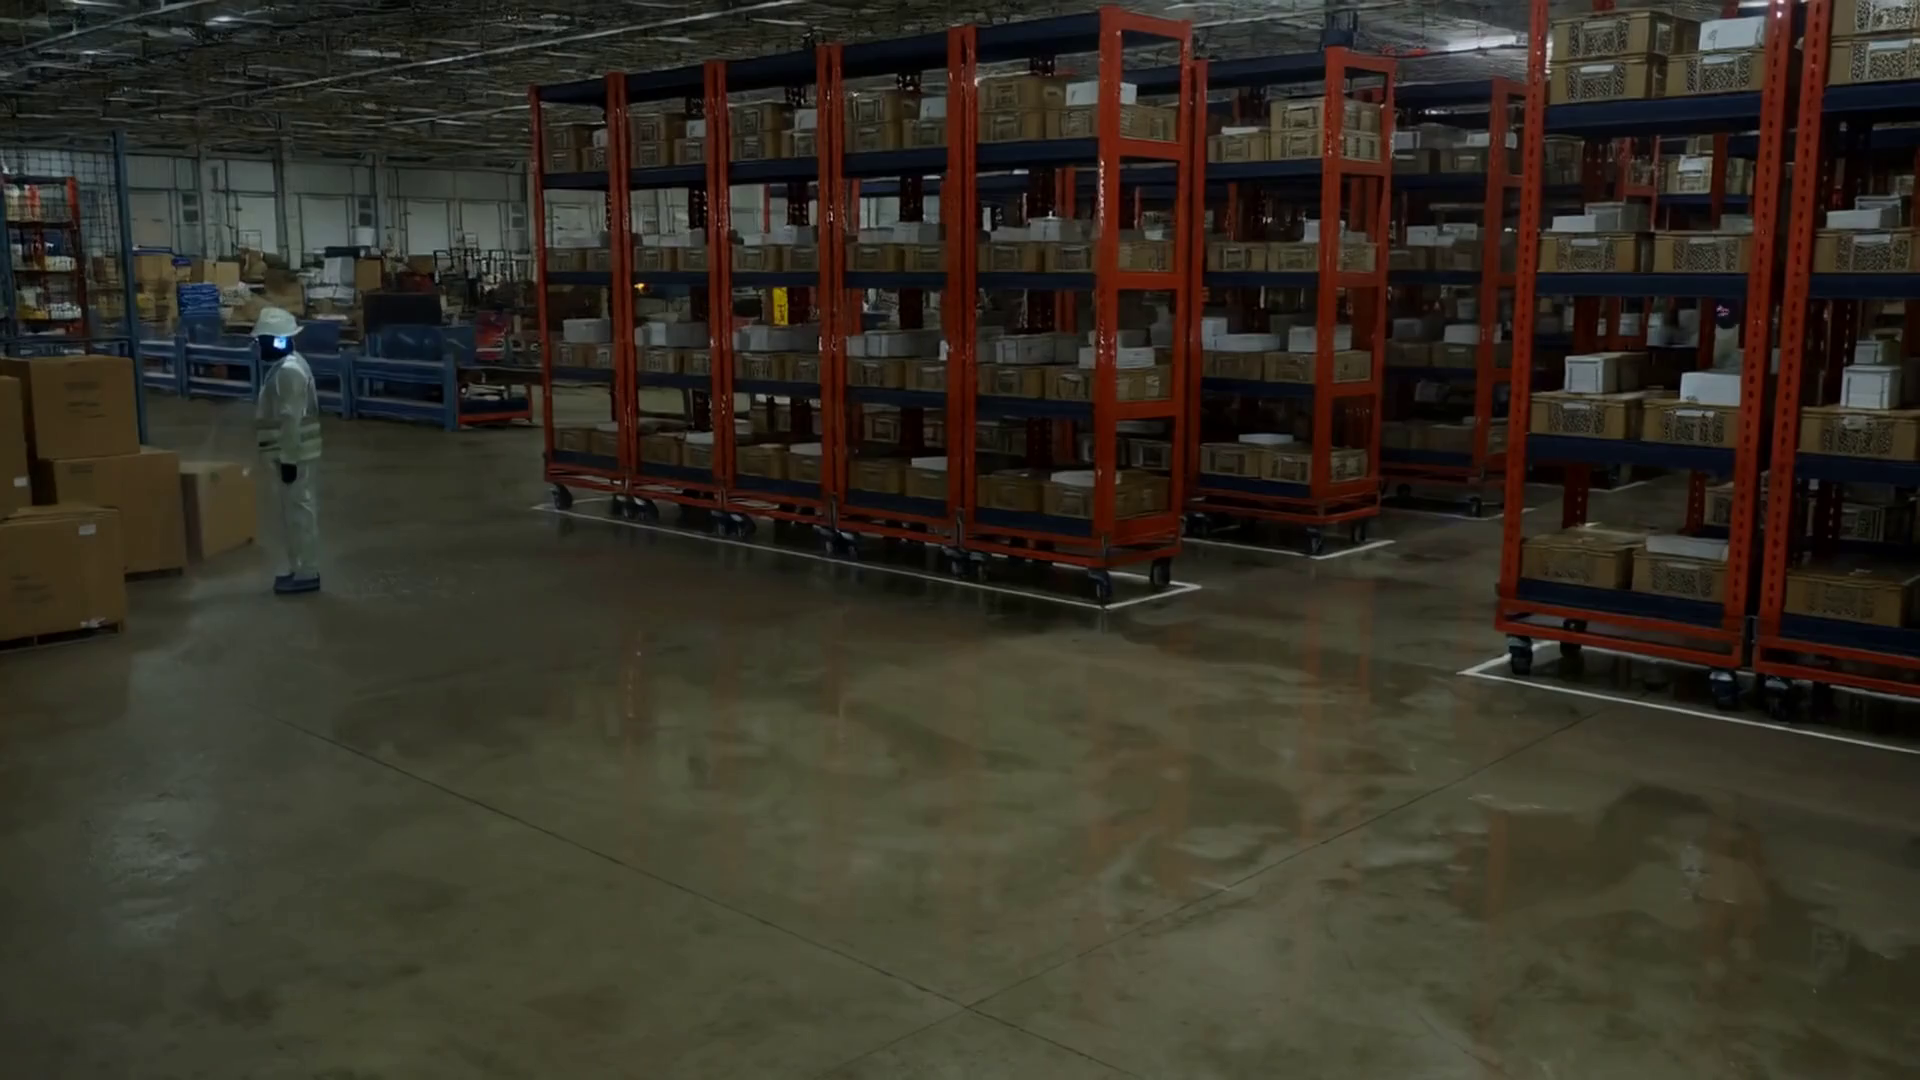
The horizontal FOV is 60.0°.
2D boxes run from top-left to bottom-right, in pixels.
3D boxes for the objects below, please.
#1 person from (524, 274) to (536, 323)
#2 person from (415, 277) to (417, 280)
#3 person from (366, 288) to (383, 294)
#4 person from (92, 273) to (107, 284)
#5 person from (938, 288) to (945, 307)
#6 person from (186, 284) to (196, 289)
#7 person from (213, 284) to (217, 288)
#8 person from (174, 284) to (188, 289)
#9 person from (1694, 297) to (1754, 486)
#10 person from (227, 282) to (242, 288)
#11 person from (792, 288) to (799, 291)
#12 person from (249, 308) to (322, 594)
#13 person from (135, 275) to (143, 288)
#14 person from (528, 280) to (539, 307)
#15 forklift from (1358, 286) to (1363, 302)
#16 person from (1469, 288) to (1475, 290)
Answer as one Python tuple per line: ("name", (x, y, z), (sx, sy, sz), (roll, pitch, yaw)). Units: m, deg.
("person", (-15.785, -8.856, 61.280), (0.595, 1.887, 0.485), (5, 11, 28))
("person", (-27.253, -12.303, 82.988), (0.877, 1.703, 0.493), (1, 9, 3))
("person", (-16.529, -6.502, 47.009), (0.884, 1.841, 0.525), (7, 12, 38))
("person", (-36.159, -10.260, 69.875), (0.644, 1.913, 0.389), (-7, 11, -36))
("person", (-0.479, -8.070, 56.713), (0.593, 1.807, 0.757), (-9, 13, -44))
("person", (-19.949, -5.864, 43.335), (0.541, 1.751, 0.508), (3, 10, 20))
("person", (-32.971, -10.995, 74.294), (0.661, 1.925, 0.542), (-3, 10, -19))
("person", (-30.128, -9.345, 64.382), (0.506, 1.856, 0.394), (-2, 10, -13))
("person", (7.281, -1.420, 15.894), (0.562, 1.825, 0.470), (9, 13, 43))
("person", (-25.375, -8.423, 58.215), (0.605, 2.028, 0.499), (2, 10, 14))
("person", (-7.149, -10.957, 74.067), (0.633, 1.908, 1.014), (4, 10, 23))
("person", (-4.314, -0.570, 10.687), (0.404, 1.824, 0.586), (-4, 10, -24))
("person", (-32.171, -9.442, 65.012), (0.622, 1.845, 0.429), (8, 12, 40))
("person", (-15.294, -8.527, 59.933), (0.634, 1.653, 0.650), (4, 10, 22))
("forklift", (11.100, -7.017, 46.970), (1.873, 2.768, 1.129), (9, 13, 43))
("person", (18.894, -8.763, 60.679), (0.496, 1.895, 0.639), (-8, 12, -41))
